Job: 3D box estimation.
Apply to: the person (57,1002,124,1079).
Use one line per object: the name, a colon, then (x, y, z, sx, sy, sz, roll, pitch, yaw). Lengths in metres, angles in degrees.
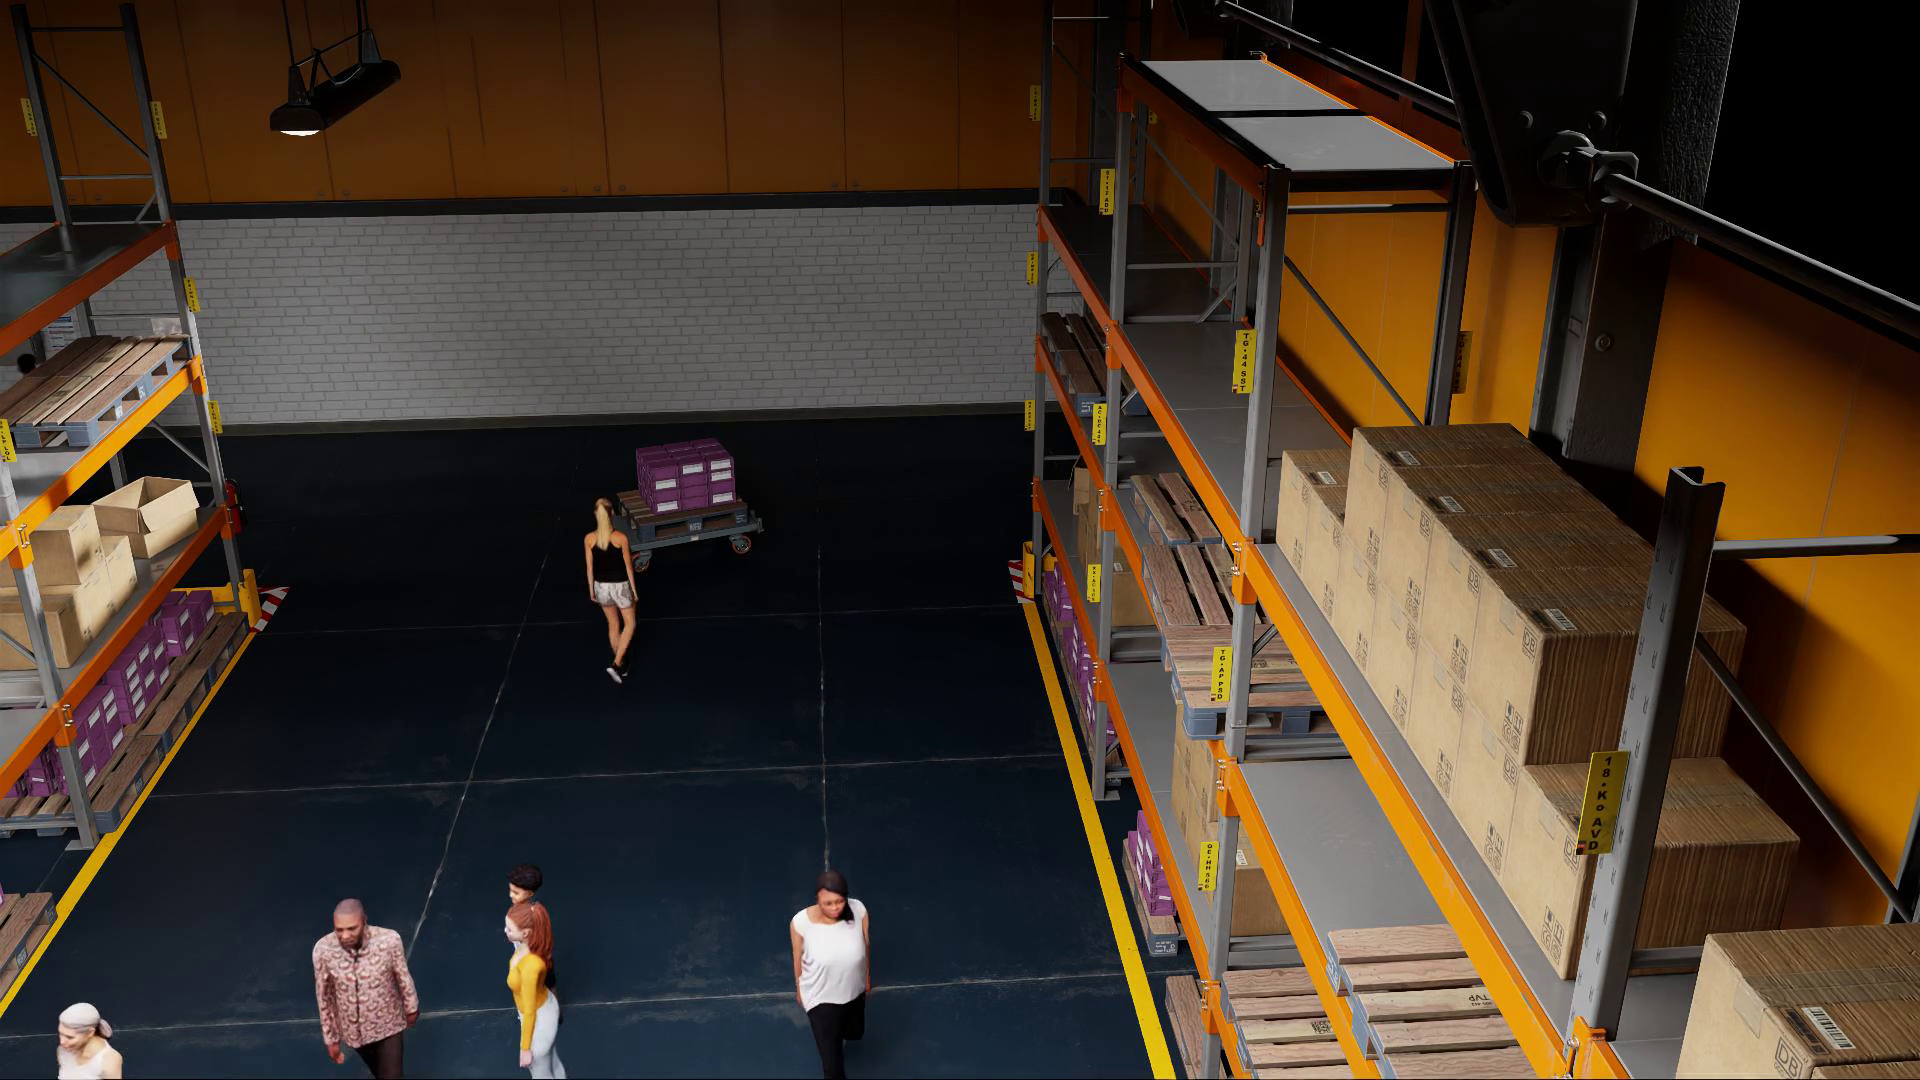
person: (-4.676, 3.220, 9.299, 0.963, 1.679, 1.139, 12, 26, 26)

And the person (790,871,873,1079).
person: (-0.781, 2.749, 10.384, 0.814, 1.672, 0.982, -9, 25, -20)

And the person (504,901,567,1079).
person: (-2.510, 2.888, 9.972, 0.647, 1.748, 0.501, -3, 24, -7)

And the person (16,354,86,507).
person: (-10.503, -1.191, 19.058, 0.743, 1.943, 0.659, -7, 25, -15)

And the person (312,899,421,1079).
person: (-3.549, 2.852, 10.044, 0.704, 1.756, 1.191, -3, 24, -8)

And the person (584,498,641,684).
person: (-3.214, 0.482, 15.368, 0.721, 1.833, 0.972, 2, 24, 5)

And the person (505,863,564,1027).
person: (-2.823, 2.687, 11.046, 0.620, 1.256, 0.546, -20, 31, -38)
